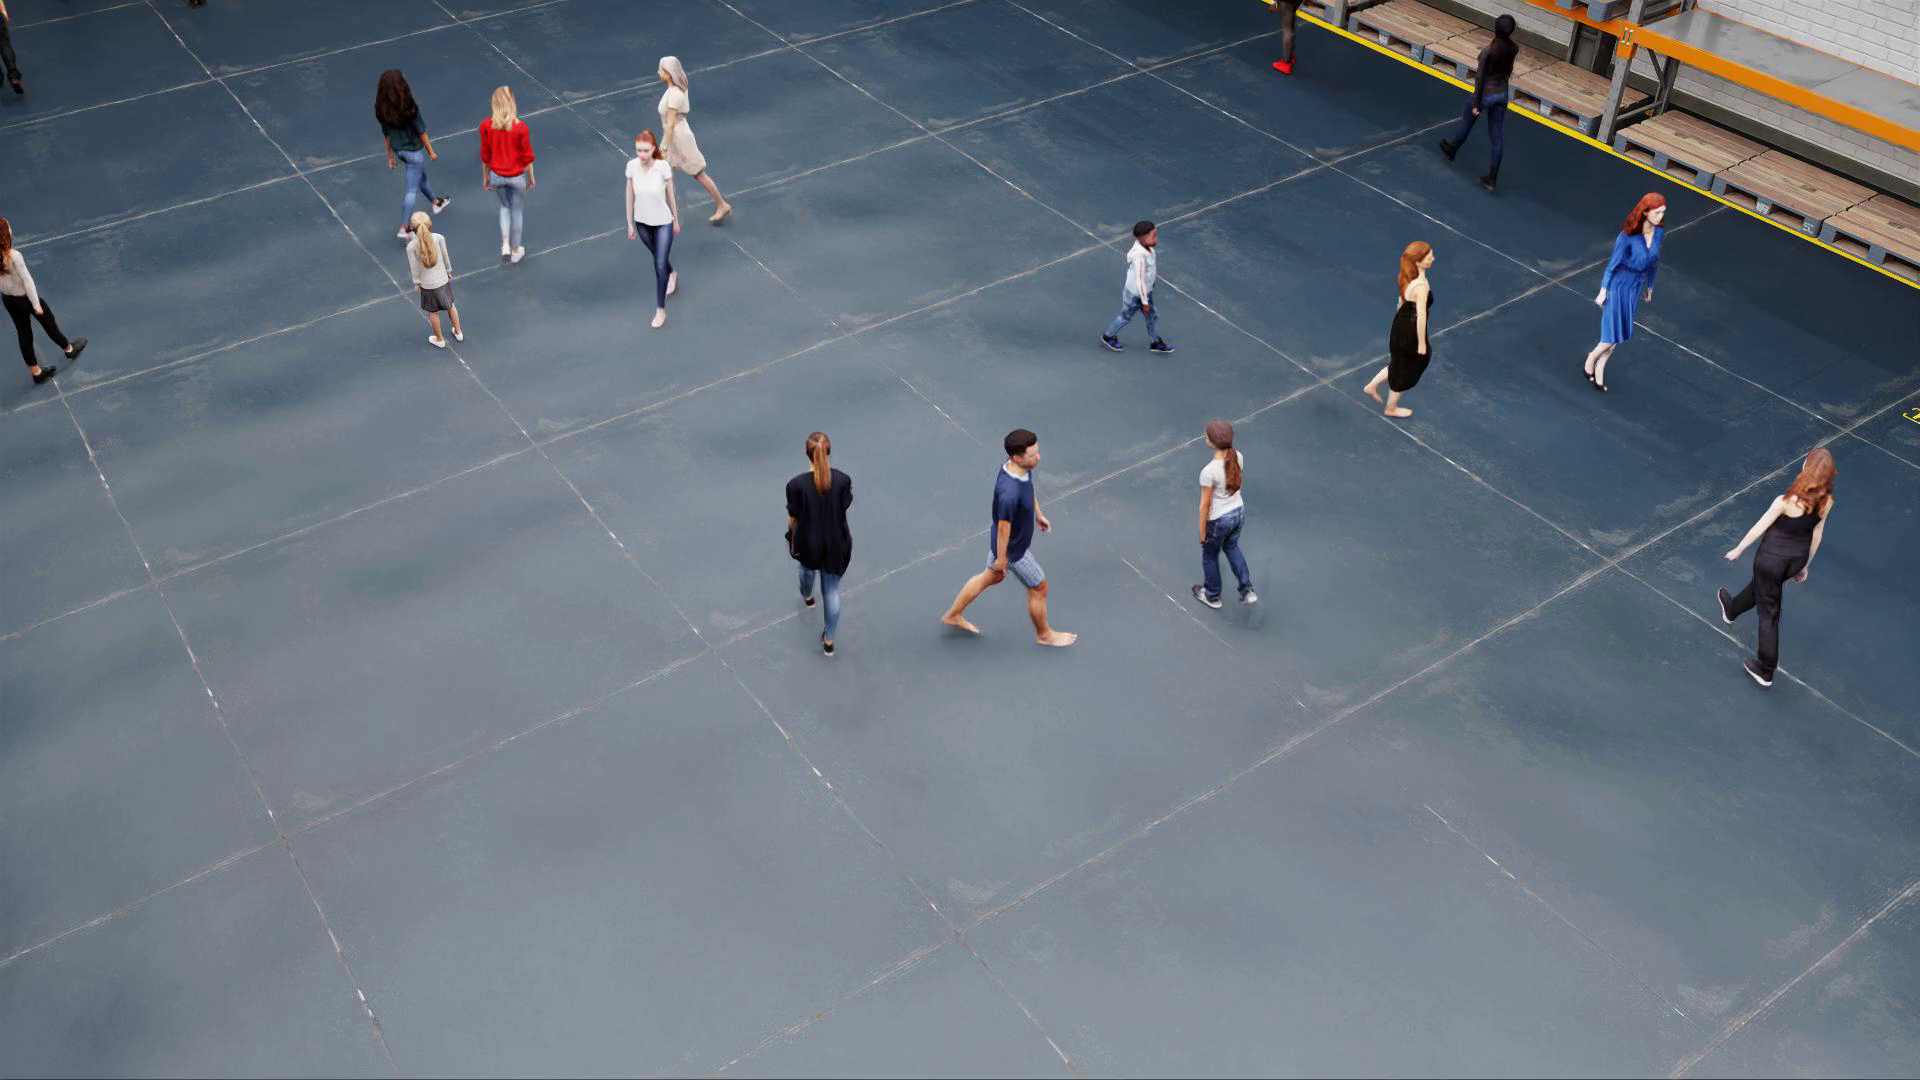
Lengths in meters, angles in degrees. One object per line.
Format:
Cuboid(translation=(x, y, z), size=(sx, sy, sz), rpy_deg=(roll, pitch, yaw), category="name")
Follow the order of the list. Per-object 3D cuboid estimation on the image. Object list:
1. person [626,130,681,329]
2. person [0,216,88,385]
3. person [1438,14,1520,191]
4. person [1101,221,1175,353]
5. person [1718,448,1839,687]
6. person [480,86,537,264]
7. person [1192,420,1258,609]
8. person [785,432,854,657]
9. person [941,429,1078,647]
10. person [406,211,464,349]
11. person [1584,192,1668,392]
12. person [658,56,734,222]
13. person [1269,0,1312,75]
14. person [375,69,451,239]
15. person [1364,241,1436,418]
Cuboid(translation=(-2.694, -2.842, 14.795), size=(1.065, 1.697, 1.148), rpy_deg=(5, 39, 6), category="person")
Cuboid(translation=(-7.886, -1.970, 13.890), size=(0.881, 1.465, 0.918), rpy_deg=(9, 40, 12), category="person")
Cuboid(translation=(5.374, -4.359, 16.697), size=(0.873, 1.694, 1.254), rpy_deg=(-11, 40, -14), category="person")
Cuboid(translation=(1.484, -2.165, 14.312), size=(0.928, 1.242, 0.770), rpy_deg=(14, 41, 17), category="person")
Cuboid(translation=(5.447, 0.218, 10.962), size=(0.919, 1.699, 1.176), rpy_deg=(-6, 39, -8), category="person")
Cuboid(translation=(-4.186, -3.309, 15.398), size=(0.811, 1.675, 0.859), rpy_deg=(-2, 39, -2), category="person")
Cuboid(translation=(1.857, -0.139, 11.533), size=(0.557, 1.546, 0.739), rpy_deg=(-22, 44, -26), category="person")
Cuboid(translation=(-0.916, 0.076, 11.178), size=(0.895, 1.651, 1.076), rpy_deg=(-7, 39, -8), category="person")
Cuboid(translation=(0.257, 0.001, 11.148), size=(1.155, 1.806, 1.181), rpy_deg=(1, 39, 1), category="person")
Cuboid(translation=(-4.567, -2.272, 14.420), size=(0.506, 1.275, 0.518), rpy_deg=(-26, 45, -29), category="person")
Cuboid(translation=(5.423, -2.067, 13.729), size=(0.713, 1.818, 0.742), rpy_deg=(-14, 41, -16), category="person")
Cuboid(translation=(-2.590, -3.775, 15.975), size=(0.996, 1.684, 1.167), rpy_deg=(-5, 39, -7), category="person")
Cuboid(translation=(3.840, -6.158, 18.867), size=(0.658, 1.798, 0.567), rpy_deg=(-23, 44, -26), category="person")
Cuboid(translation=(-5.307, -3.656, 15.912), size=(1.118, 1.576, 1.062), rpy_deg=(12, 40, 15), category="person")
Cuboid(translation=(3.528, -1.670, 13.398), size=(0.825, 1.610, 0.776), rpy_deg=(1, 39, 2), category="person")
